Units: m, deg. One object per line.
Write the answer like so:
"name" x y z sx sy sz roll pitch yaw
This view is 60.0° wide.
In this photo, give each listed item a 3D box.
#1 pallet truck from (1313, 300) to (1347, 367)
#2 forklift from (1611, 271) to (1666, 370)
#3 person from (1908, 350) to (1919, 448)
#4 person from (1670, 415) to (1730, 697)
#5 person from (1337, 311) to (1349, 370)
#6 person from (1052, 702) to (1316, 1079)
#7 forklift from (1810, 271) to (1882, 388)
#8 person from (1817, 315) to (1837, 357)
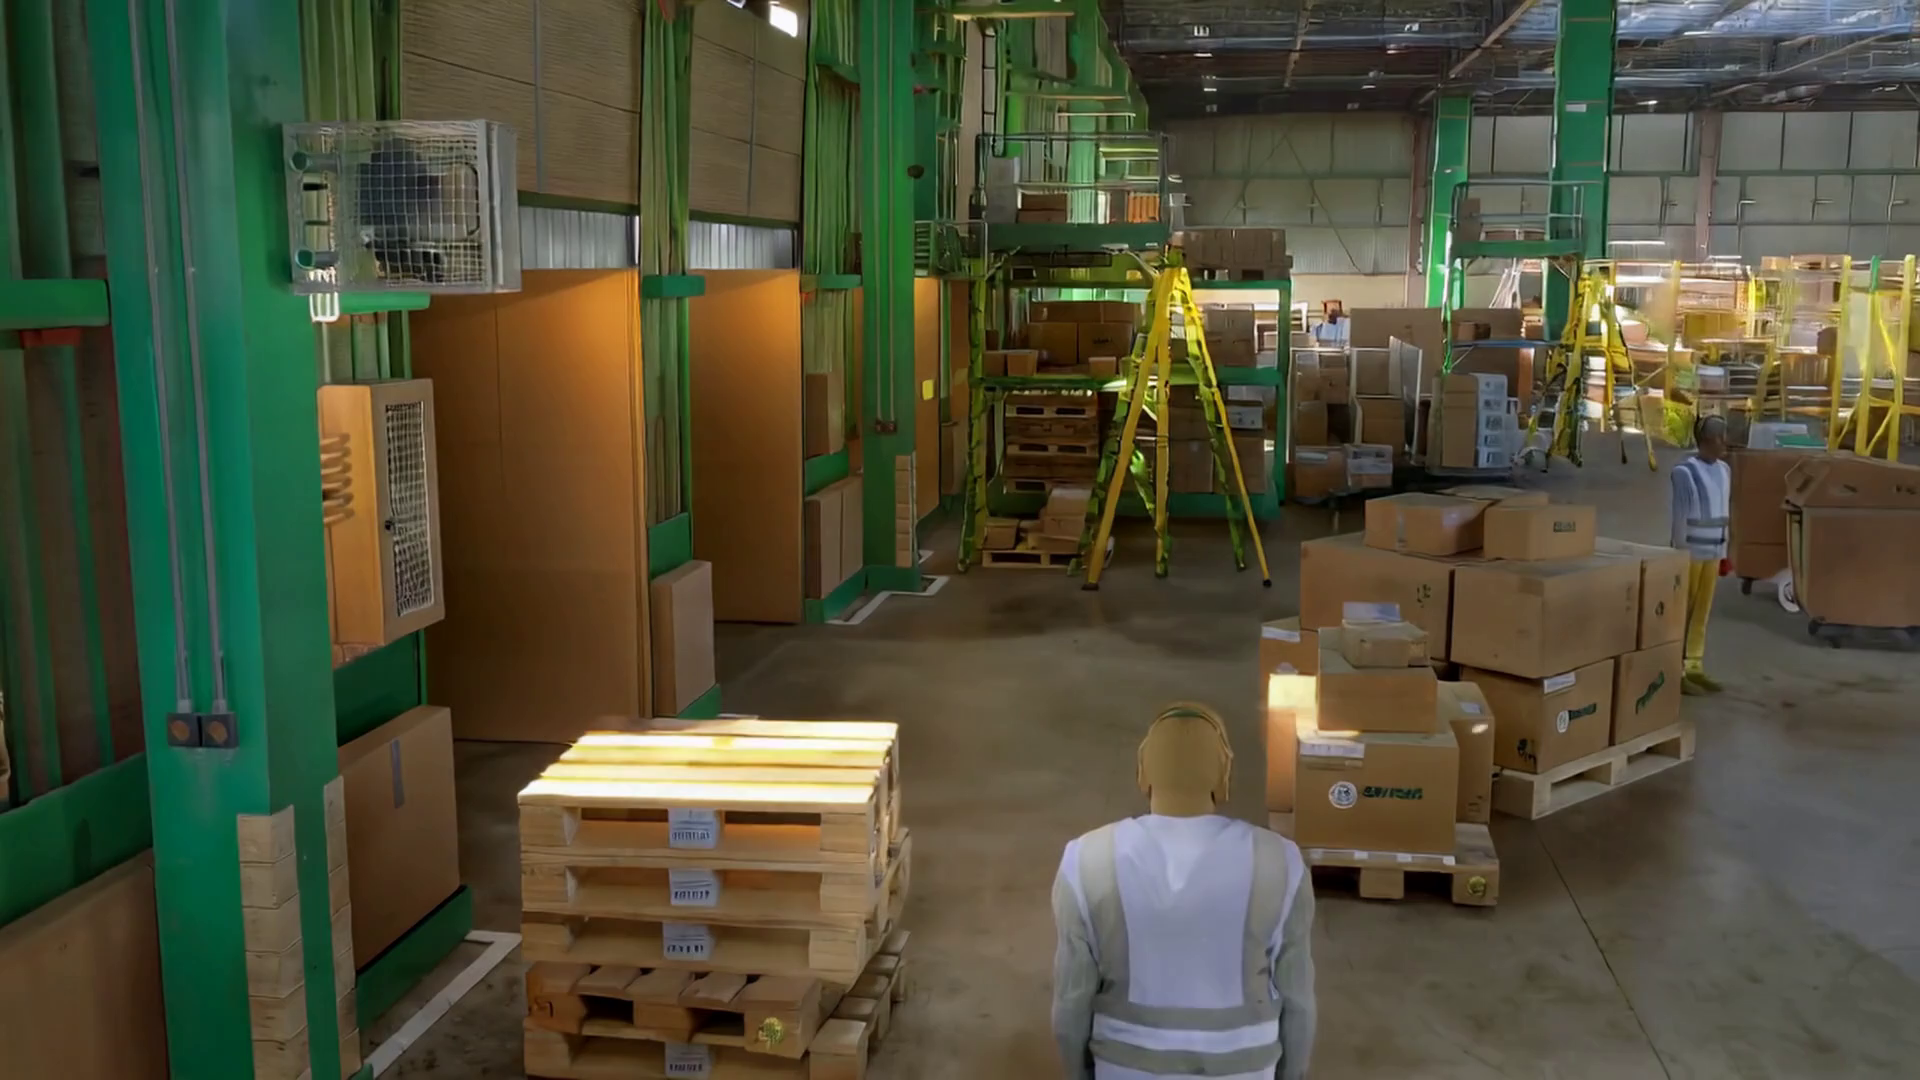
"pallet truck" 11.159 -6.200 49.718 0.823 1.965 1.885 4 10 26
"forklift" 19.336 -6.183 46.898 1.873 2.768 1.129 -3 10 -19
"person" 15.507 -2.343 26.747 0.324 1.735 0.490 4 10 25
"person" 4.985 0.104 11.198 0.572 1.883 0.356 -7 12 -37
"person" 11.080 -5.723 47.694 0.540 1.700 0.316 -1 9 -8
"person" 0.531 1.293 3.988 0.619 1.845 0.430 1 9 6
"forklift" 20.726 -4.780 38.245 1.873 2.768 1.129 1 9 9
"person" 17.668 -3.619 33.990 0.630 1.938 0.373 -7 11 -35
